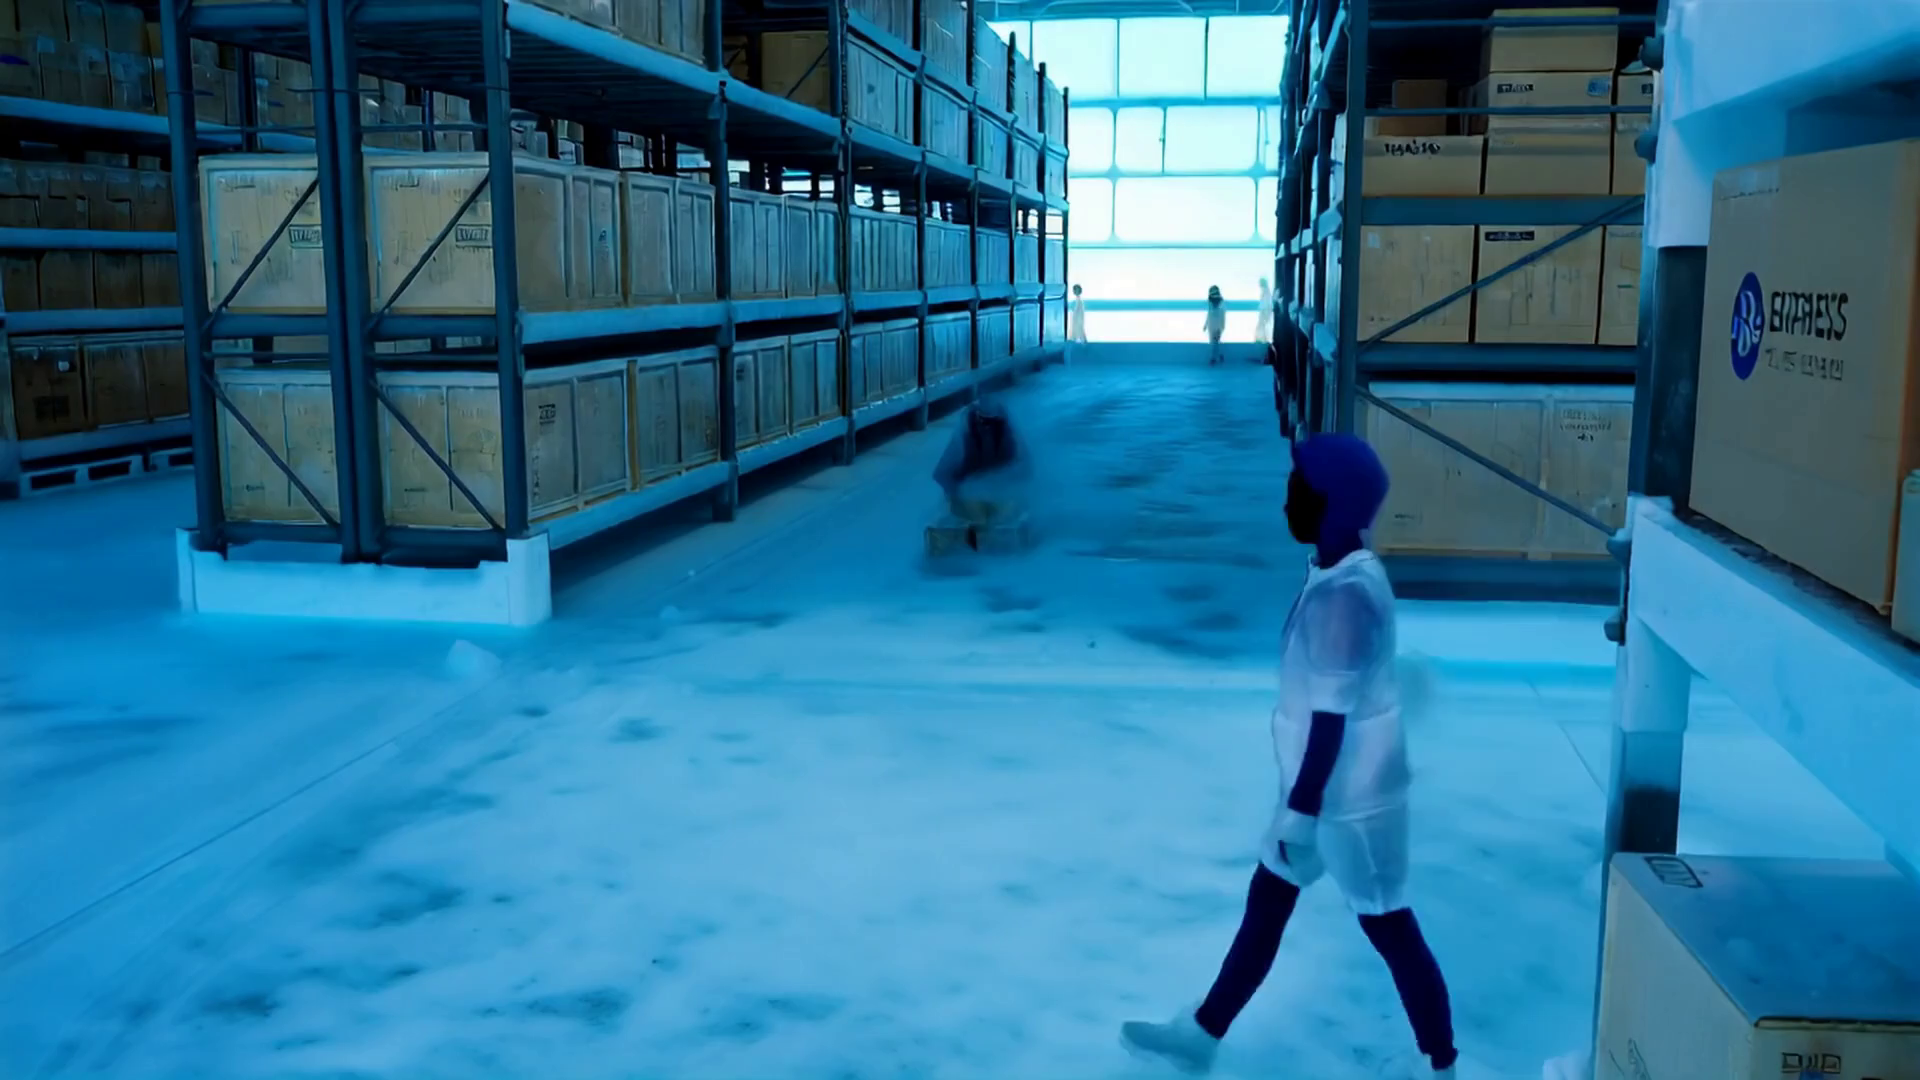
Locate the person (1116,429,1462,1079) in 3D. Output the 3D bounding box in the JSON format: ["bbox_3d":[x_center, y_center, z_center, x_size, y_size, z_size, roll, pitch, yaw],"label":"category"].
[{"bbox_3d":[0.830,0.565,3.960,0.858,1.642,0.549,1,9,9],"label":"person"}]

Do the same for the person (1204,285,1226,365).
[{"bbox_3d":[5.507,-4.636,36.007,0.503,1.729,0.381,9,13,44],"label":"person"}]

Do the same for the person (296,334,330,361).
[{"bbox_3d":[-6.133,-1.512,16.246,0.650,1.858,0.991,0,9,3],"label":"person"}]

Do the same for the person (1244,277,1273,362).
[{"bbox_3d":[6.881,-4.927,37.273,0.896,1.911,0.637,2,9,13],"label":"person"}]

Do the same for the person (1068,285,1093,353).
[{"bbox_3d":[2.922,-5.490,41.378,0.896,1.707,0.571,2,9,11],"label":"person"}]
